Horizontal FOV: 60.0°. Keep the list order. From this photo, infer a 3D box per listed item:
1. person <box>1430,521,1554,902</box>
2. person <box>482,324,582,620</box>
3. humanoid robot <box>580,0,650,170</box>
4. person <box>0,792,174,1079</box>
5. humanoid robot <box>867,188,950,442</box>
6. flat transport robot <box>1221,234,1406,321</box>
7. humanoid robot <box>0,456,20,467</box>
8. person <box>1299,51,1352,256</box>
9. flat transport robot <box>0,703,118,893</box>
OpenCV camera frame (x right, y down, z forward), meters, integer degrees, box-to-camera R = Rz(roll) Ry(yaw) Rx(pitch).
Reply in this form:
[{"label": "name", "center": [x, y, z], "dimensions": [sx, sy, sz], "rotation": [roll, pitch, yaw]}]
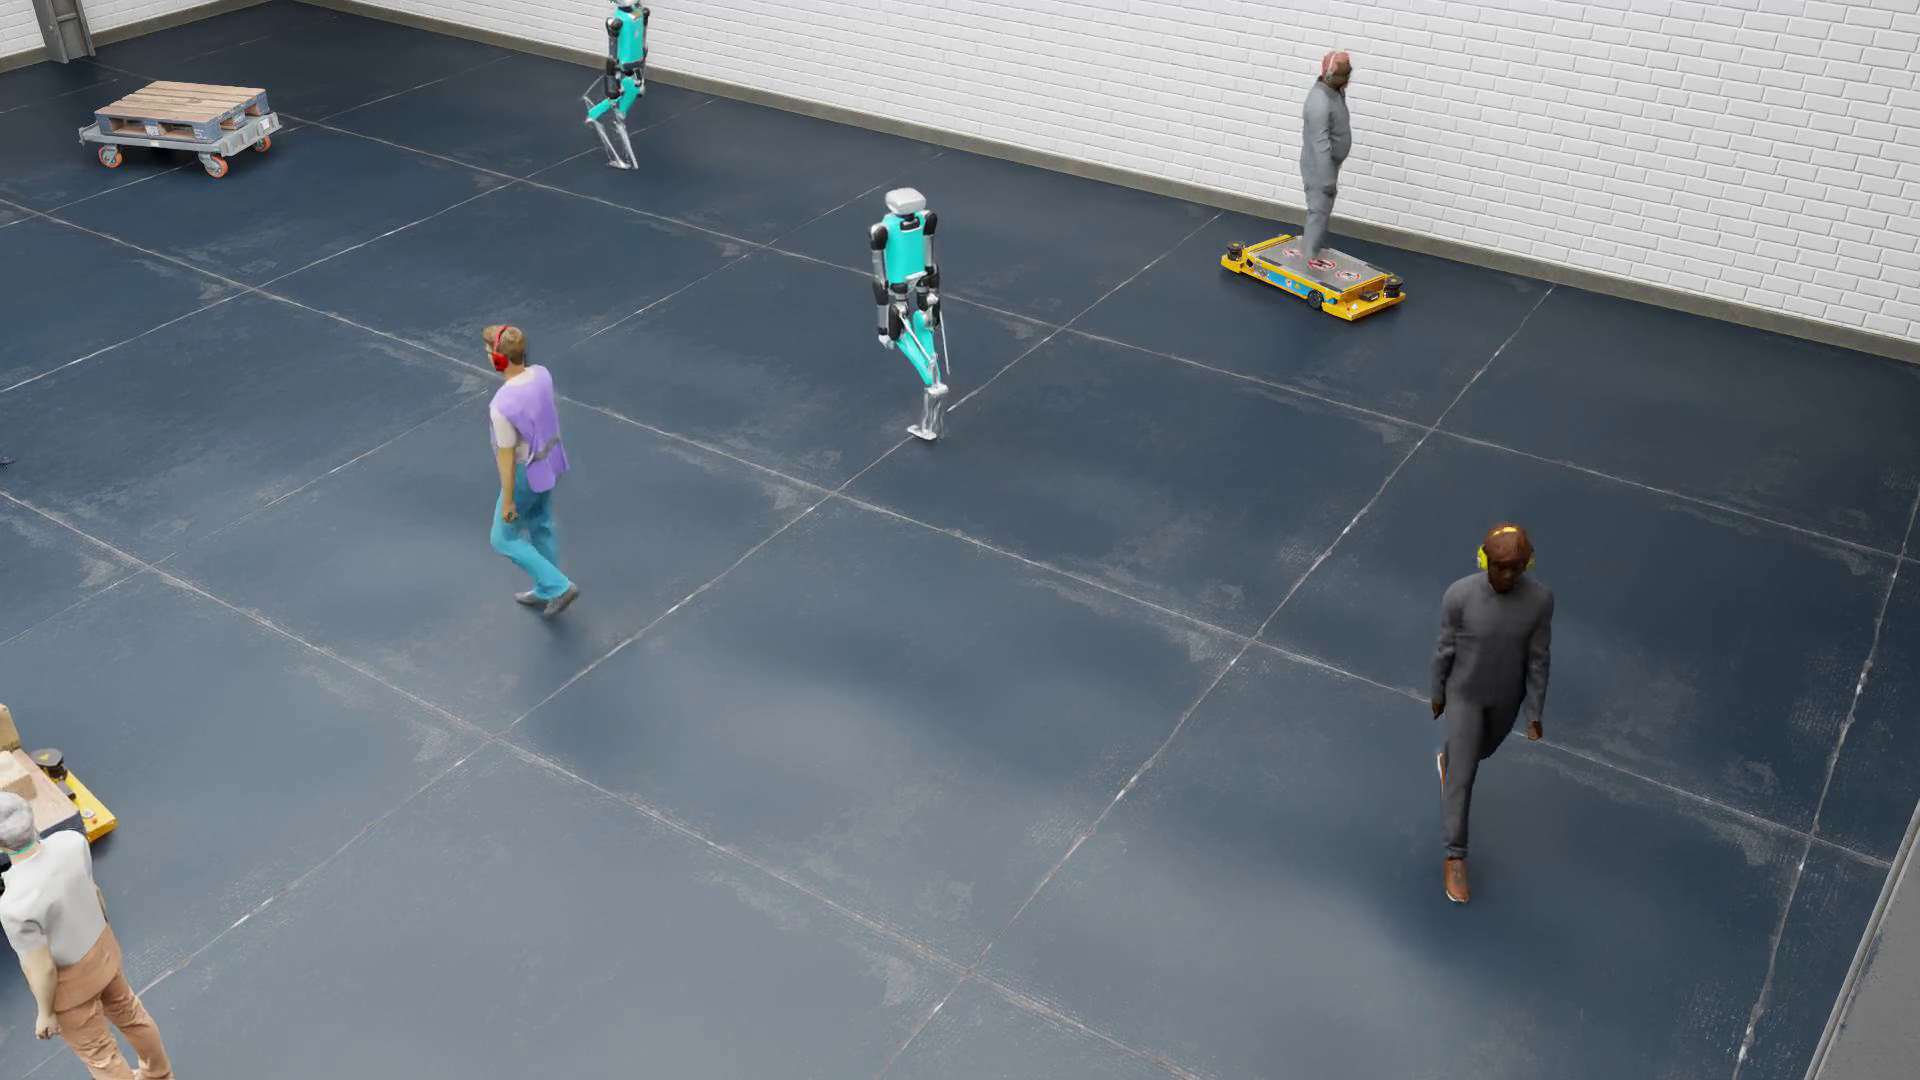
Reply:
[{"label": "person", "center": [2.431, 0.686, 7.742], "dimensions": [0.504, 1.837, 0.937], "rotation": [0, 33, 0]}, {"label": "person", "center": [-2.433, -0.355, 9.359], "dimensions": [0.449, 1.830, 0.600], "rotation": [8, 34, 12]}, {"label": "humanoid robot", "center": [-3.248, -4.251, 15.546], "dimensions": [0.808, 1.803, 0.544], "rotation": [17, 36, 24]}, {"label": "person", "center": [-3.376, 1.639, 6.340], "dimensions": [0.312, 1.744, 0.481], "rotation": [3, 33, 4]}, {"label": "humanoid robot", "center": [-0.219, -1.360, 11.114], "dimensions": [0.535, 1.901, 0.733], "rotation": [-25, 41, -34]}, {"label": "flat transport robot", "center": [2.891, -2.190, 13.664], "dimensions": [0.659, 0.231, 1.431], "rotation": [-23, 39, -31]}, {"label": "humanoid robot", "center": [-6.629, -1.032, 10.593], "dimensions": [0.776, 1.620, 0.610], "rotation": [-9, 34, -13]}, {"label": "person", "center": [2.975, -3.016, 13.475], "dimensions": [0.452, 1.893, 0.658], "rotation": [11, 34, 17]}, {"label": "flat transport robot", "center": [-4.865, 1.519, 7.893], "dimensions": [0.659, 0.231, 1.431], "rotation": [26, 41, 34]}]
